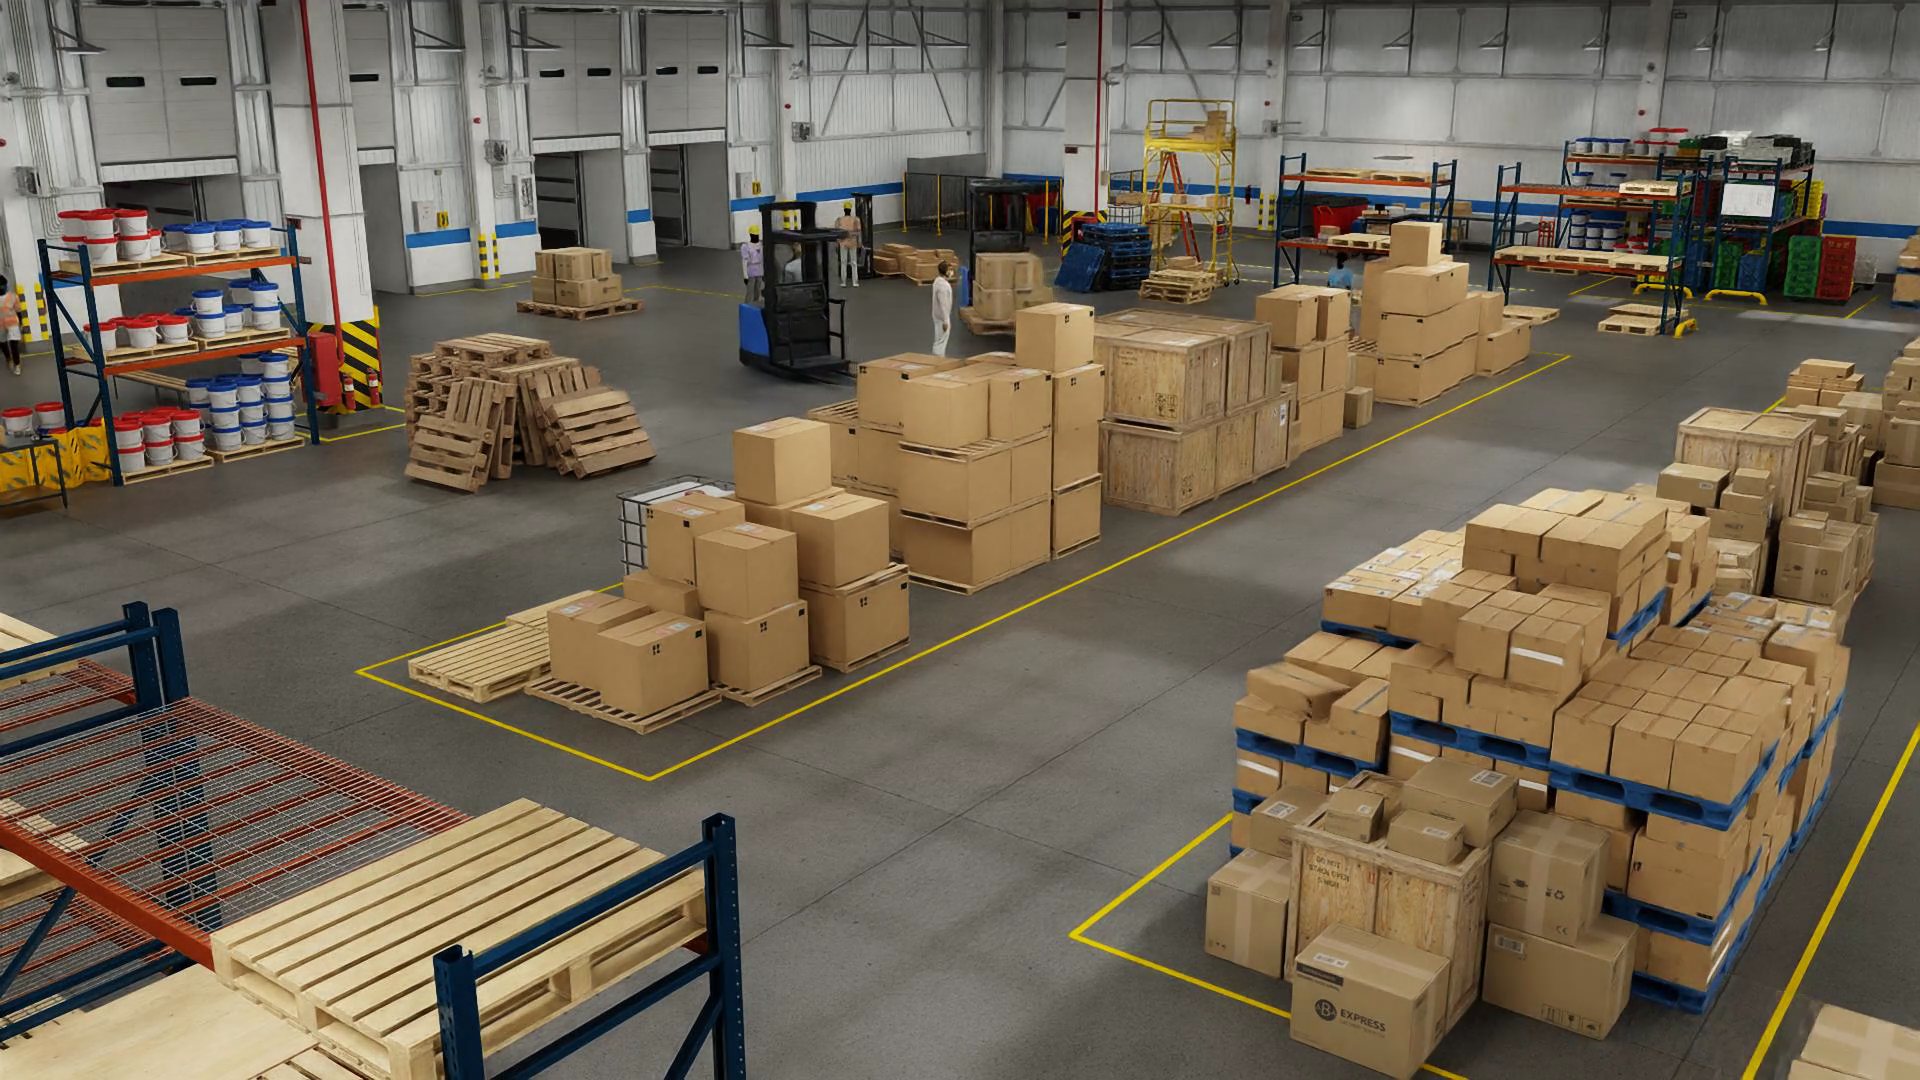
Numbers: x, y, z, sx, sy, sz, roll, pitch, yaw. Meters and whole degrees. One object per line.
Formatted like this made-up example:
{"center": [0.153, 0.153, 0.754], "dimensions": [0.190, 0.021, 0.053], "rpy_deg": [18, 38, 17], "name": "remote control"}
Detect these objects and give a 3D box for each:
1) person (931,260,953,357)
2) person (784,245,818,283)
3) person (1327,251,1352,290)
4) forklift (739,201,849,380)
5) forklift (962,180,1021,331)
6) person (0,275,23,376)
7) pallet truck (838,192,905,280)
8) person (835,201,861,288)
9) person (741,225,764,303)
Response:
{"center": [-0.284, -3.641, 27.433], "dimensions": [0.376, 1.940, 0.629], "rpy_deg": [-2, 17, -7], "name": "person"}
{"center": [-2.837, -4.311, 29.679], "dimensions": [0.632, 1.930, 0.387], "rpy_deg": [-9, 19, -27], "name": "person"}
{"center": [7.052, -4.535, 30.830], "dimensions": [0.530, 1.671, 0.545], "rpy_deg": [-11, 20, -32], "name": "person"}
{"center": [-2.849, -4.232, 27.787], "dimensions": [1.129, 2.768, 1.873], "rpy_deg": [-12, 21, -34], "name": "forklift"}
{"center": [0.678, -5.510, 32.020], "dimensions": [1.129, 2.768, 1.873], "rpy_deg": [-2, 17, -7], "name": "forklift"}
{"center": [-15.916, -3.602, 27.752], "dimensions": [0.535, 1.672, 0.727], "rpy_deg": [-6, 18, -20], "name": "person"}
{"center": [-1.936, -7.159, 38.982], "dimensions": [1.885, 1.965, 0.823], "rpy_deg": [-12, 21, -34], "name": "pallet truck"}
{"center": [-2.515, -6.648, 37.408], "dimensions": [0.594, 1.925, 0.369], "rpy_deg": [-2, 17, -5], "name": "person"}
{"center": [-4.037, -5.247, 32.773], "dimensions": [0.382, 1.924, 0.594], "rpy_deg": [11, 20, 33], "name": "person"}
